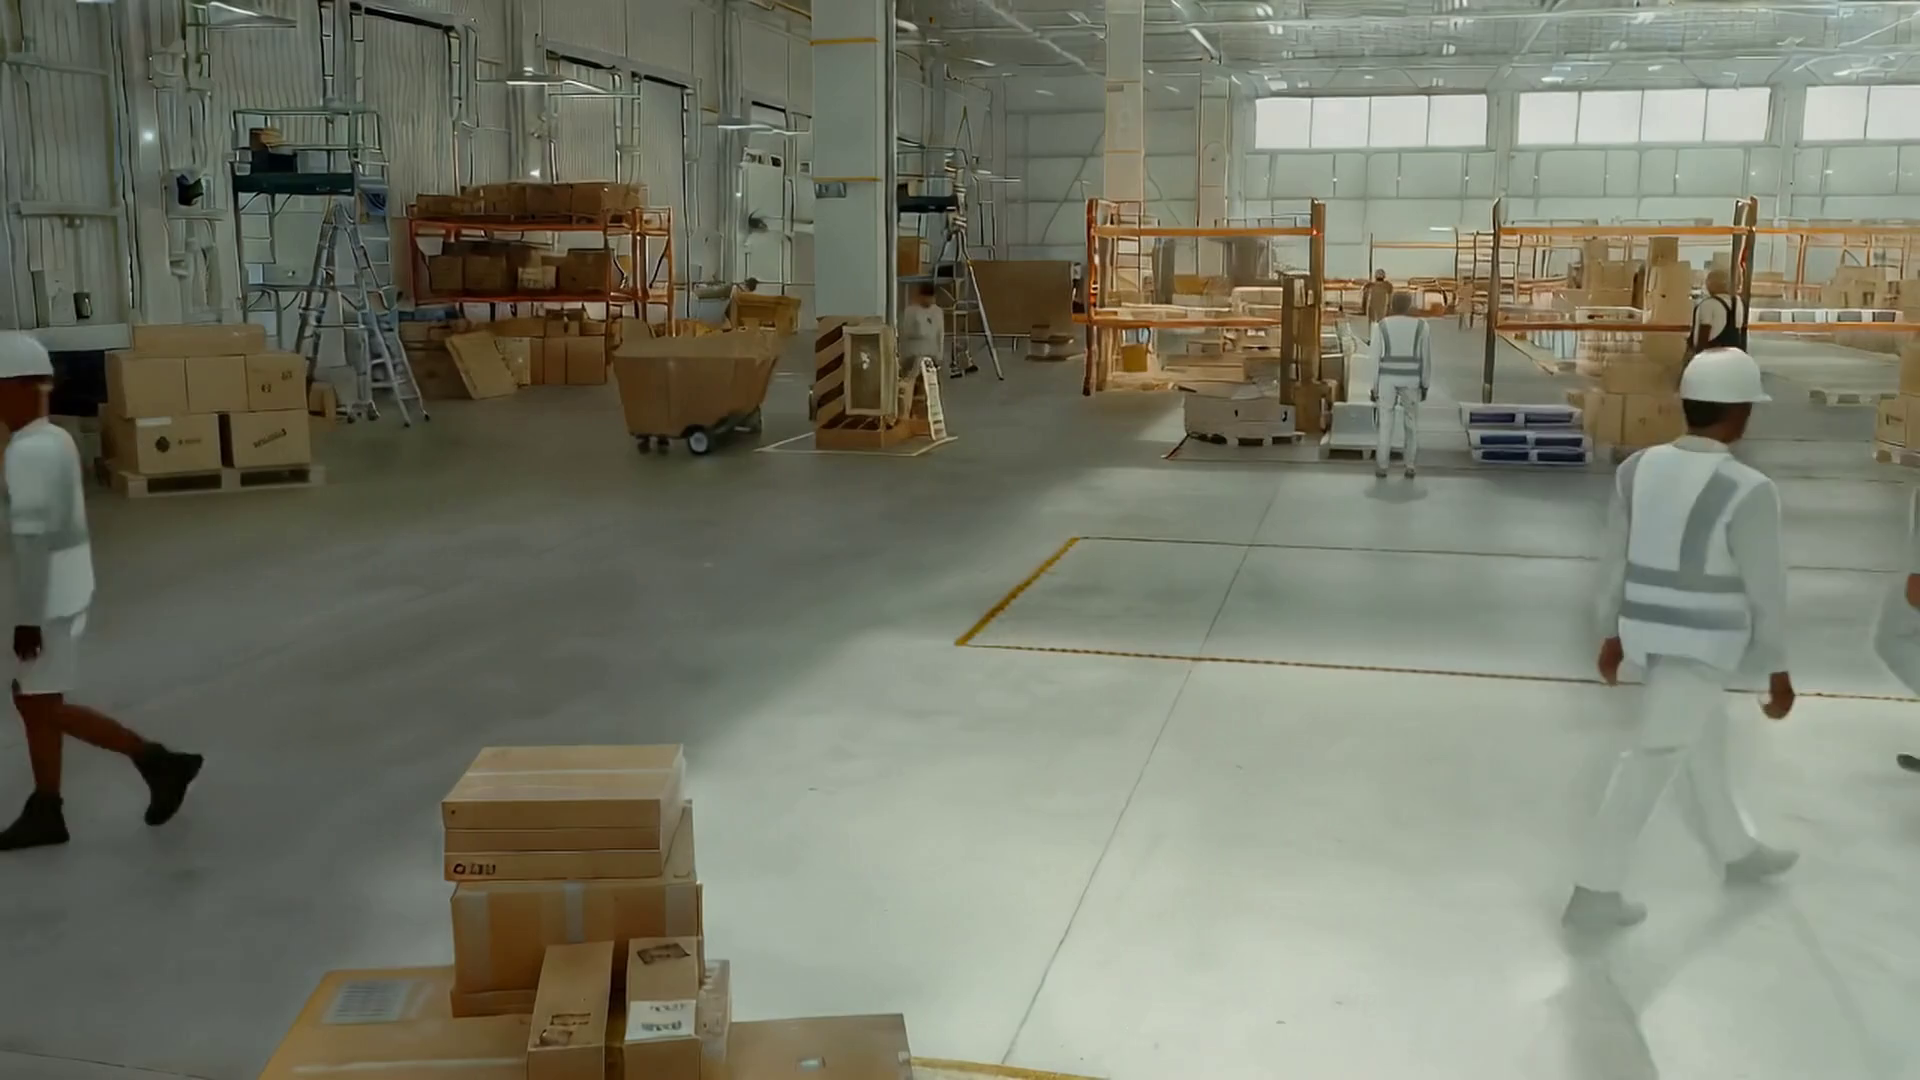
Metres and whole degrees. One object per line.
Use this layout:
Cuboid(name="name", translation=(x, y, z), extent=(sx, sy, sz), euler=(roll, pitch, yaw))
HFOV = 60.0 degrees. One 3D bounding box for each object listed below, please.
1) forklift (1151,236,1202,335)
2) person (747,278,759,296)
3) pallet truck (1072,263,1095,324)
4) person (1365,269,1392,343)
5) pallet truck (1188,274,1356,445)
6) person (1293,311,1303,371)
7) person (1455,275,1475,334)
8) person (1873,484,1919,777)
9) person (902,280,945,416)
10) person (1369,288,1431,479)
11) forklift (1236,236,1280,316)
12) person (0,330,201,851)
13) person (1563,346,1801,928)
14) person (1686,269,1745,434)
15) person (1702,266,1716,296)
Cuboid(name="forklift", translation=(5.870, -7.214, 46.880), extent=(1.873, 2.768, 1.129), euler=(2, 10, 14))
Cuboid(name="person", translation=(-4.996, -5.478, 40.166), extent=(0.324, 1.689, 0.544), euler=(-3, 10, -18))
Cuboid(name="pallet truck", translation=(4.325, -8.180, 55.162), extent=(0.823, 1.965, 1.885), euler=(6, 11, 31))
Cuboid(name="person", translation=(10.160, -5.612, 40.362), extent=(0.636, 1.888, 1.003), euler=(1, 10, 8))
Cuboid(name="pallet truck", translation=(3.653, -2.138, 19.590), extent=(1.885, 1.965, 0.823), euler=(-4, 10, -20))
Cuboid(name="person", translation=(6.618, -4.103, 31.939), extent=(0.323, 1.736, 0.488), euler=(6, 11, 31))
Cuboid(name="person", translation=(14.416, -6.729, 47.541), extent=(0.545, 1.680, 0.406), euler=(5, 11, 25))
Cuboid(name="person", translation=(4.088, 0.074, 6.849), extent=(0.615, 1.898, 0.458), euler=(-5, 11, -29))
Cuboid(name="person", translation=(-0.509, -2.490, 21.966), extent=(0.613, 1.898, 0.716), euler=(-5, 11, -25))
Cuboid(name="person", translation=(4.329, -1.537, 16.389), extent=(0.583, 1.882, 0.350), euler=(1, 10, 8))
Cuboid(name="forklift", translation=(8.748, -7.884, 50.827), extent=(1.873, 2.768, 1.129), euler=(-2, 10, -12))
Cuboid(name="person", translation=(-3.251, 0.196, 6.071), extent=(0.690, 1.923, 0.543), euler=(-4, 10, -21))
Cuboid(name="person", translation=(2.425, 0.323, 5.413), extent=(1.021, 1.888, 0.633), euler=(-3, 10, -17))
Cuboid(name="person", translation=(9.259, -2.316, 20.507), extent=(0.689, 2.000, 0.537), euler=(-5, 11, -26))
Cuboid(name="person", translation=(22.864, -7.404, 50.823), extent=(0.373, 1.932, 0.623), euler=(5, 11, 25))
